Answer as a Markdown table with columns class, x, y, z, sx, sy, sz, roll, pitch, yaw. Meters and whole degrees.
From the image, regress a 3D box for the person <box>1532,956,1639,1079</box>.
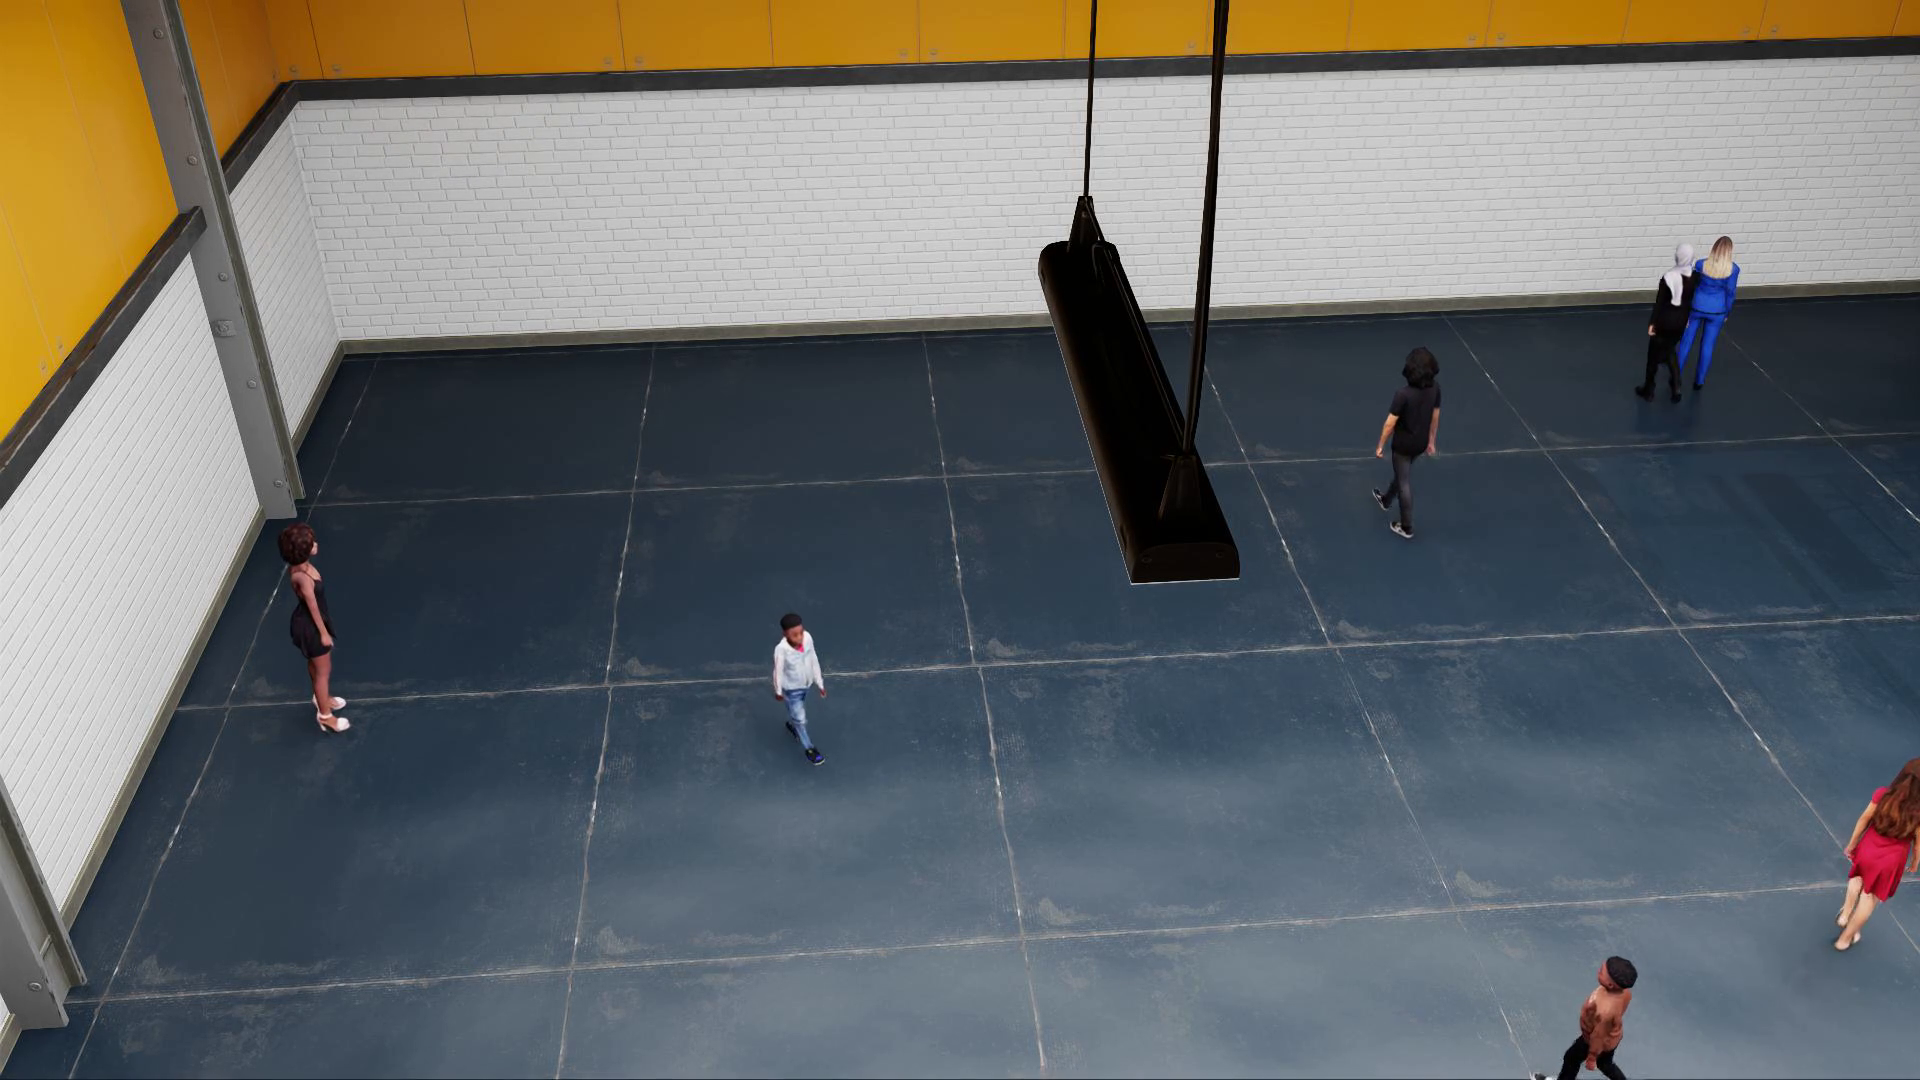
| class | x | y | z | sx | sy | sz | roll | pitch | yaw |
| --- | --- | --- | --- | --- | --- | --- | --- | --- | --- |
| person | 3.806 | 2.939 | 9.712 | 0.939 | 1.233 | 0.862 | 27 | 42 | 35 |

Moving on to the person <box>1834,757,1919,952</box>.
| class | x | y | z | sx | sy | sz | roll | pitch | yaw |
| --- | --- | --- | --- | --- | --- | --- | --- | --- | --- |
| person | 5.926 | 2.067 | 10.750 | 0.778 | 1.537 | 0.721 | -28 | 42 | -35 |

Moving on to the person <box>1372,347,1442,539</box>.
| class | x | y | z | sx | sy | sz | roll | pitch | yaw |
| --- | --- | --- | --- | --- | --- | --- | --- | --- | --- |
| person | 4.069 | -0.832 | 14.859 | 0.863 | 1.816 | 1.053 | -14 | 36 | -20 |

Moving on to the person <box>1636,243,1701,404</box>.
| class | x | y | z | sx | sy | sz | roll | pitch | yaw |
| --- | --- | --- | --- | --- | --- | --- | --- | --- | --- |
| person | 7.248 | -2.134 | 16.864 | 0.666 | 1.766 | 0.872 | -6 | 34 | -9 |

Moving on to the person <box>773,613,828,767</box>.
| class | x | y | z | sx | sy | sz | roll | pitch | yaw |
| --- | --- | --- | --- | --- | --- | --- | --- | --- | --- |
| person | -1.258 | 1.048 | 12.563 | 0.783 | 1.228 | 0.910 | -26 | 41 | -33 |

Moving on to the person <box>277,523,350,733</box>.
| class | x | y | z | sx | sy | sz | roll | pitch | yaw |
| --- | --- | --- | --- | --- | --- | --- | --- | --- | --- |
| person | -4.922 | 0.667 | 12.634 | 0.702 | 1.783 | 0.605 | -14 | 36 | -20 |

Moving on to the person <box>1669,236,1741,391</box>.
| class | x | y | z | sx | sy | sz | roll | pitch | yaw |
| --- | --- | --- | --- | --- | --- | --- | --- | --- | --- |
| person | 7.736 | -2.358 | 17.260 | 0.703 | 1.701 | 0.711 | 14 | 36 | 20 |
